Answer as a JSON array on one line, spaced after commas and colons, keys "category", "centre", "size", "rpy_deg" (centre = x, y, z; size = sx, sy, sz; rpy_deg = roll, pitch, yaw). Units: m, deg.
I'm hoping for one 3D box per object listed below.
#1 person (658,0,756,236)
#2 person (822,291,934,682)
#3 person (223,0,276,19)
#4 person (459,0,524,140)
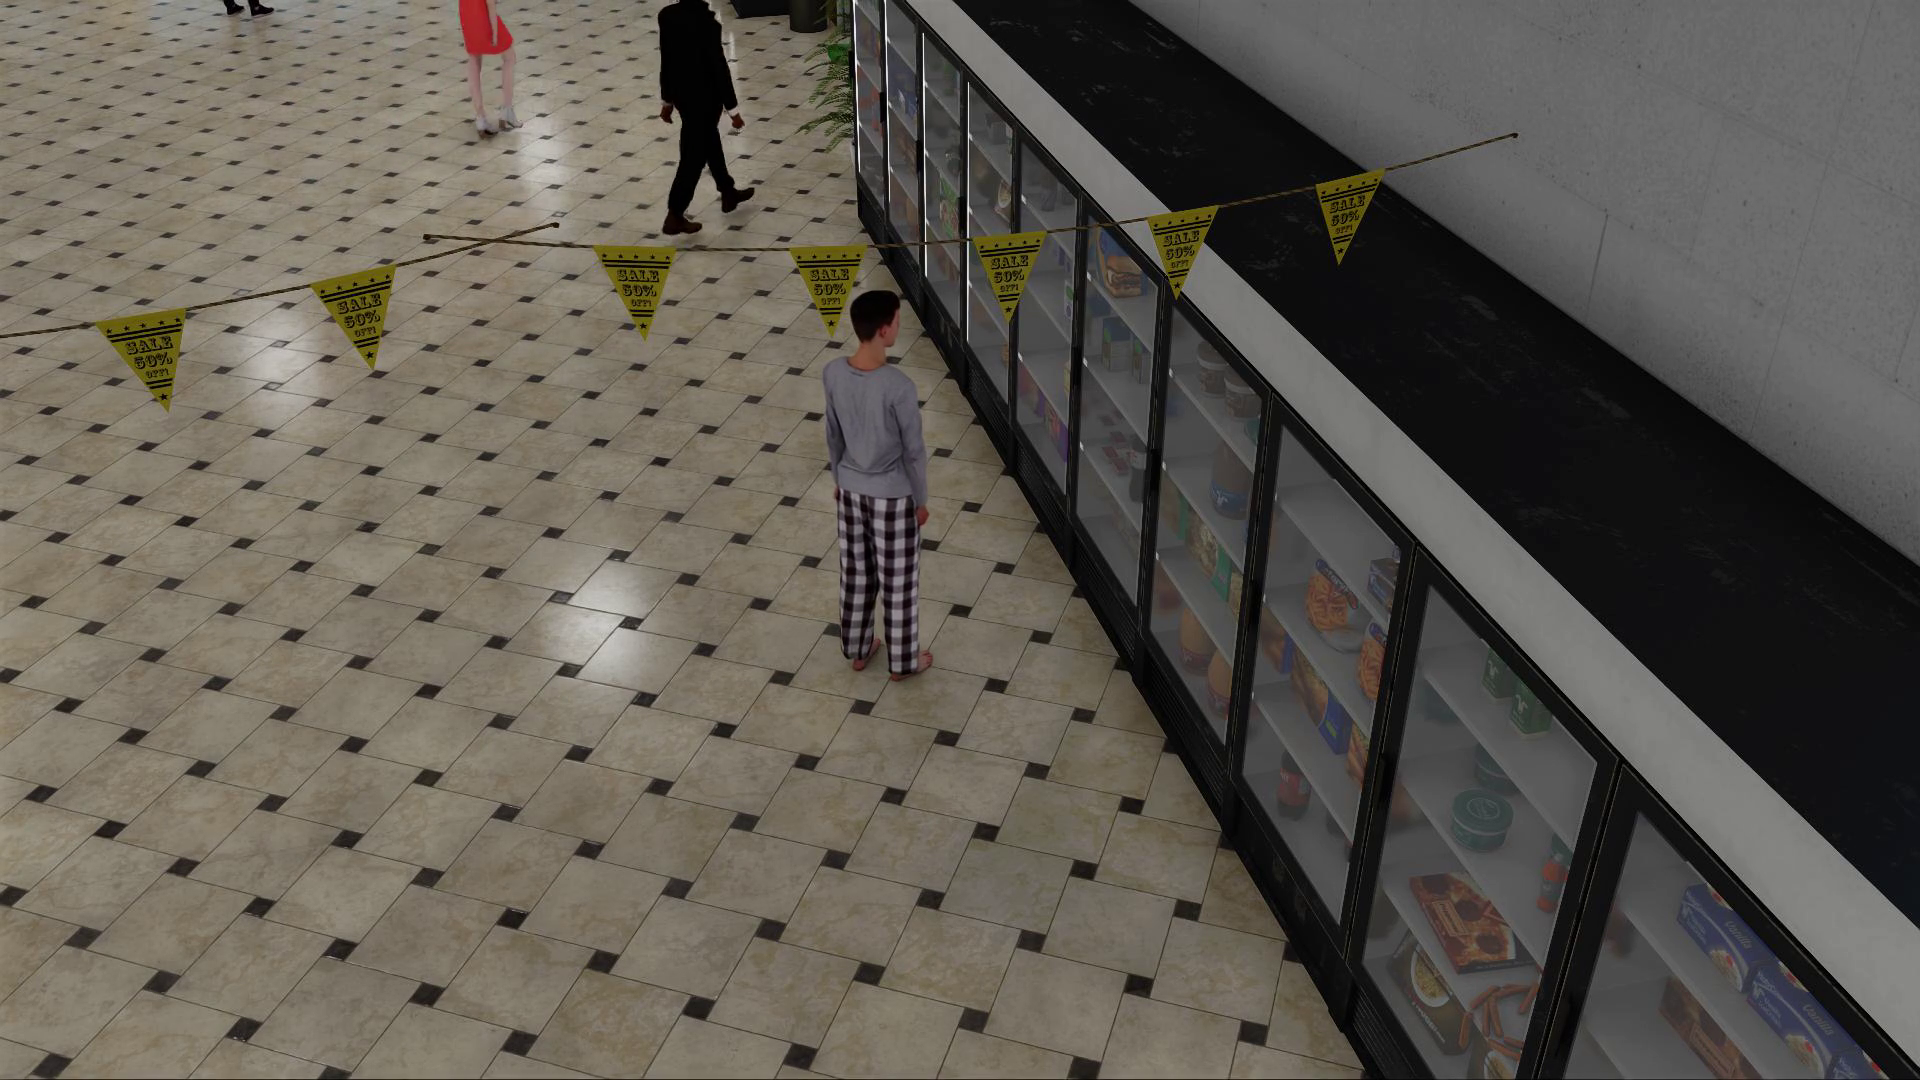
[{"category": "person", "centre": [-1.930, -3.071, 11.822], "size": [1.219, 1.862, 1.366], "rpy_deg": [23, 39, 32]}, {"category": "person", "centre": [-0.361, -0.208, 7.235], "size": [0.698, 1.846, 0.760], "rpy_deg": [17, 36, 25]}, {"category": "person", "centre": [-7.544, -6.326, 17.077], "size": [0.712, 1.837, 0.823], "rpy_deg": [9, 33, 14]}, {"category": "person", "centre": [-4.005, -4.200, 13.686], "size": [0.755, 1.809, 0.816], "rpy_deg": [14, 34, 21]}]
